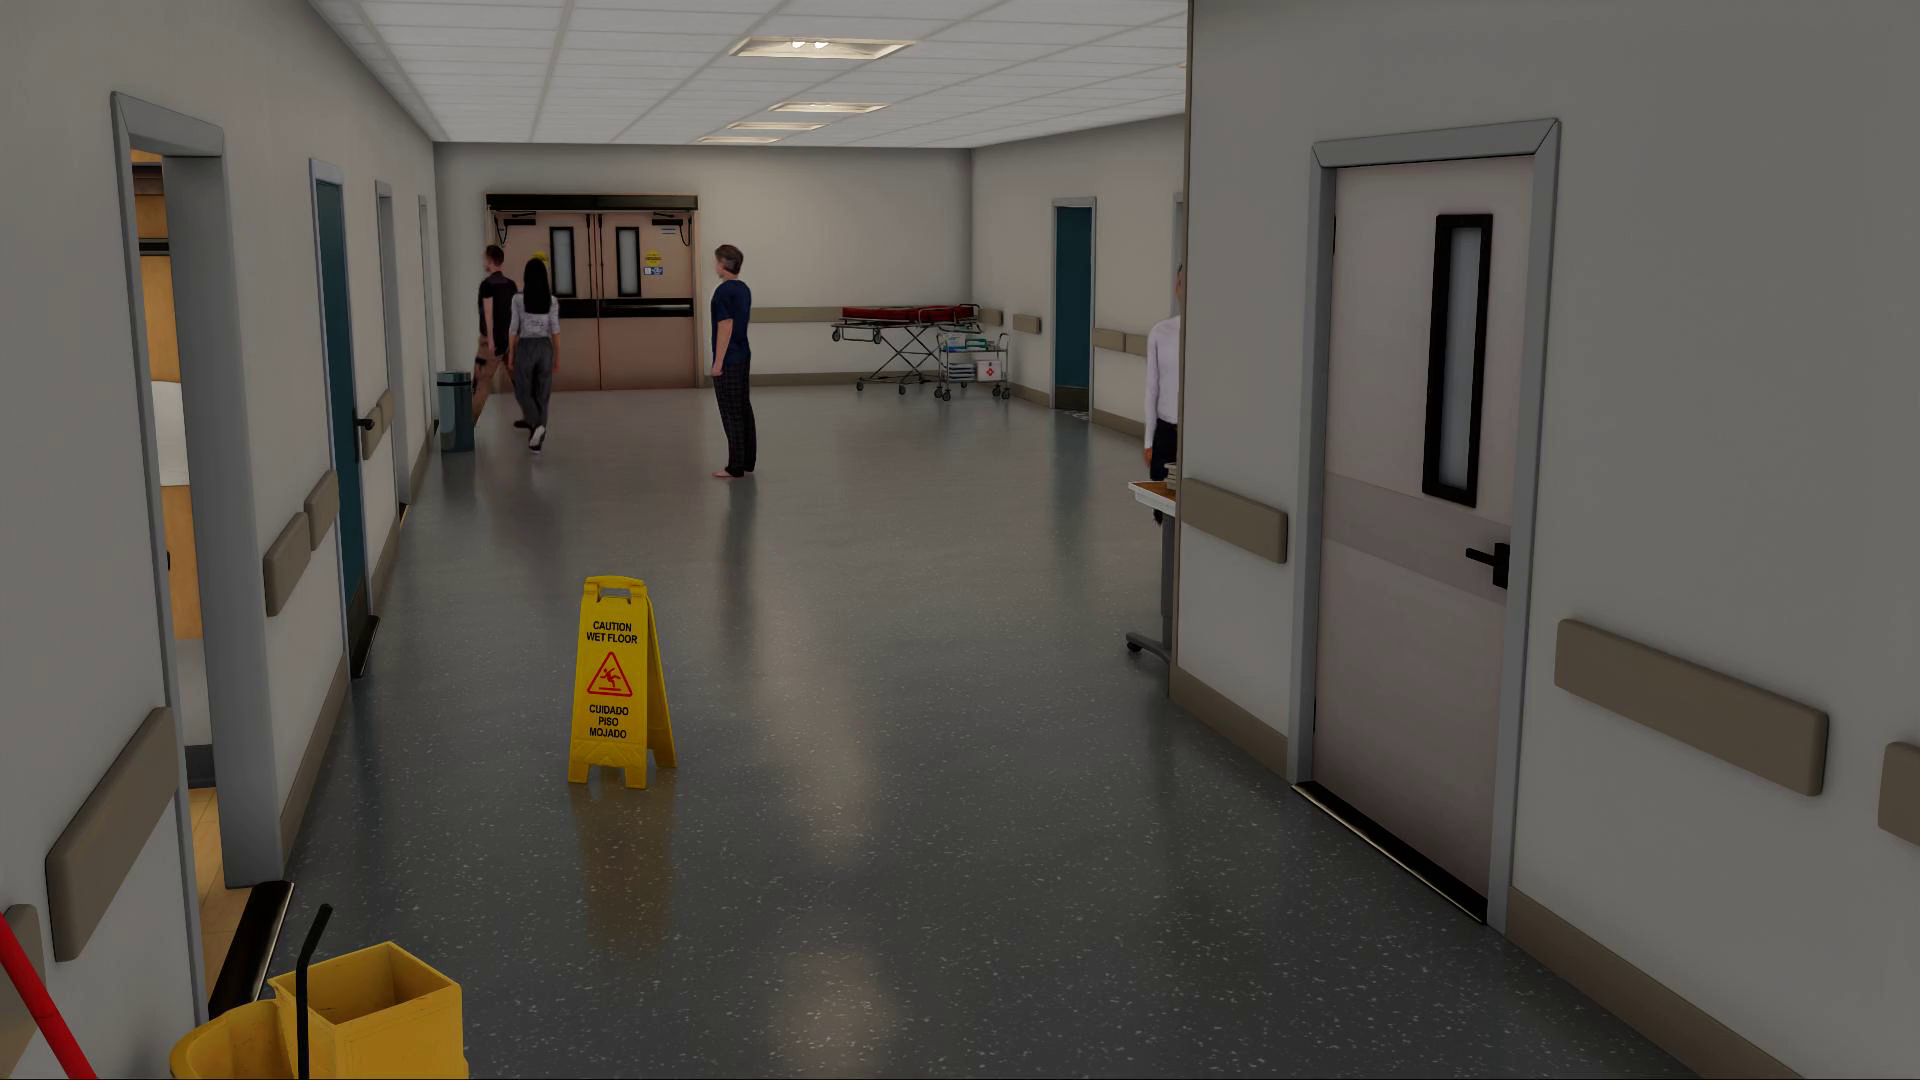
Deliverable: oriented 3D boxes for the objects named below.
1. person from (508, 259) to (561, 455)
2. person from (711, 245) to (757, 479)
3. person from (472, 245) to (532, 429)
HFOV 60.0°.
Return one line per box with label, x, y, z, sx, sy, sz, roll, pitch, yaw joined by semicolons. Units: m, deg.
person;-3.735;-1.595;14.673;0.681;1.717;0.844;-5;12;-24
person;-1.851;-1.457;13.536;0.798;1.869;0.671;3;11;15
person;-4.426;-1.956;16.354;1.162;1.798;1.162;4;12;22
